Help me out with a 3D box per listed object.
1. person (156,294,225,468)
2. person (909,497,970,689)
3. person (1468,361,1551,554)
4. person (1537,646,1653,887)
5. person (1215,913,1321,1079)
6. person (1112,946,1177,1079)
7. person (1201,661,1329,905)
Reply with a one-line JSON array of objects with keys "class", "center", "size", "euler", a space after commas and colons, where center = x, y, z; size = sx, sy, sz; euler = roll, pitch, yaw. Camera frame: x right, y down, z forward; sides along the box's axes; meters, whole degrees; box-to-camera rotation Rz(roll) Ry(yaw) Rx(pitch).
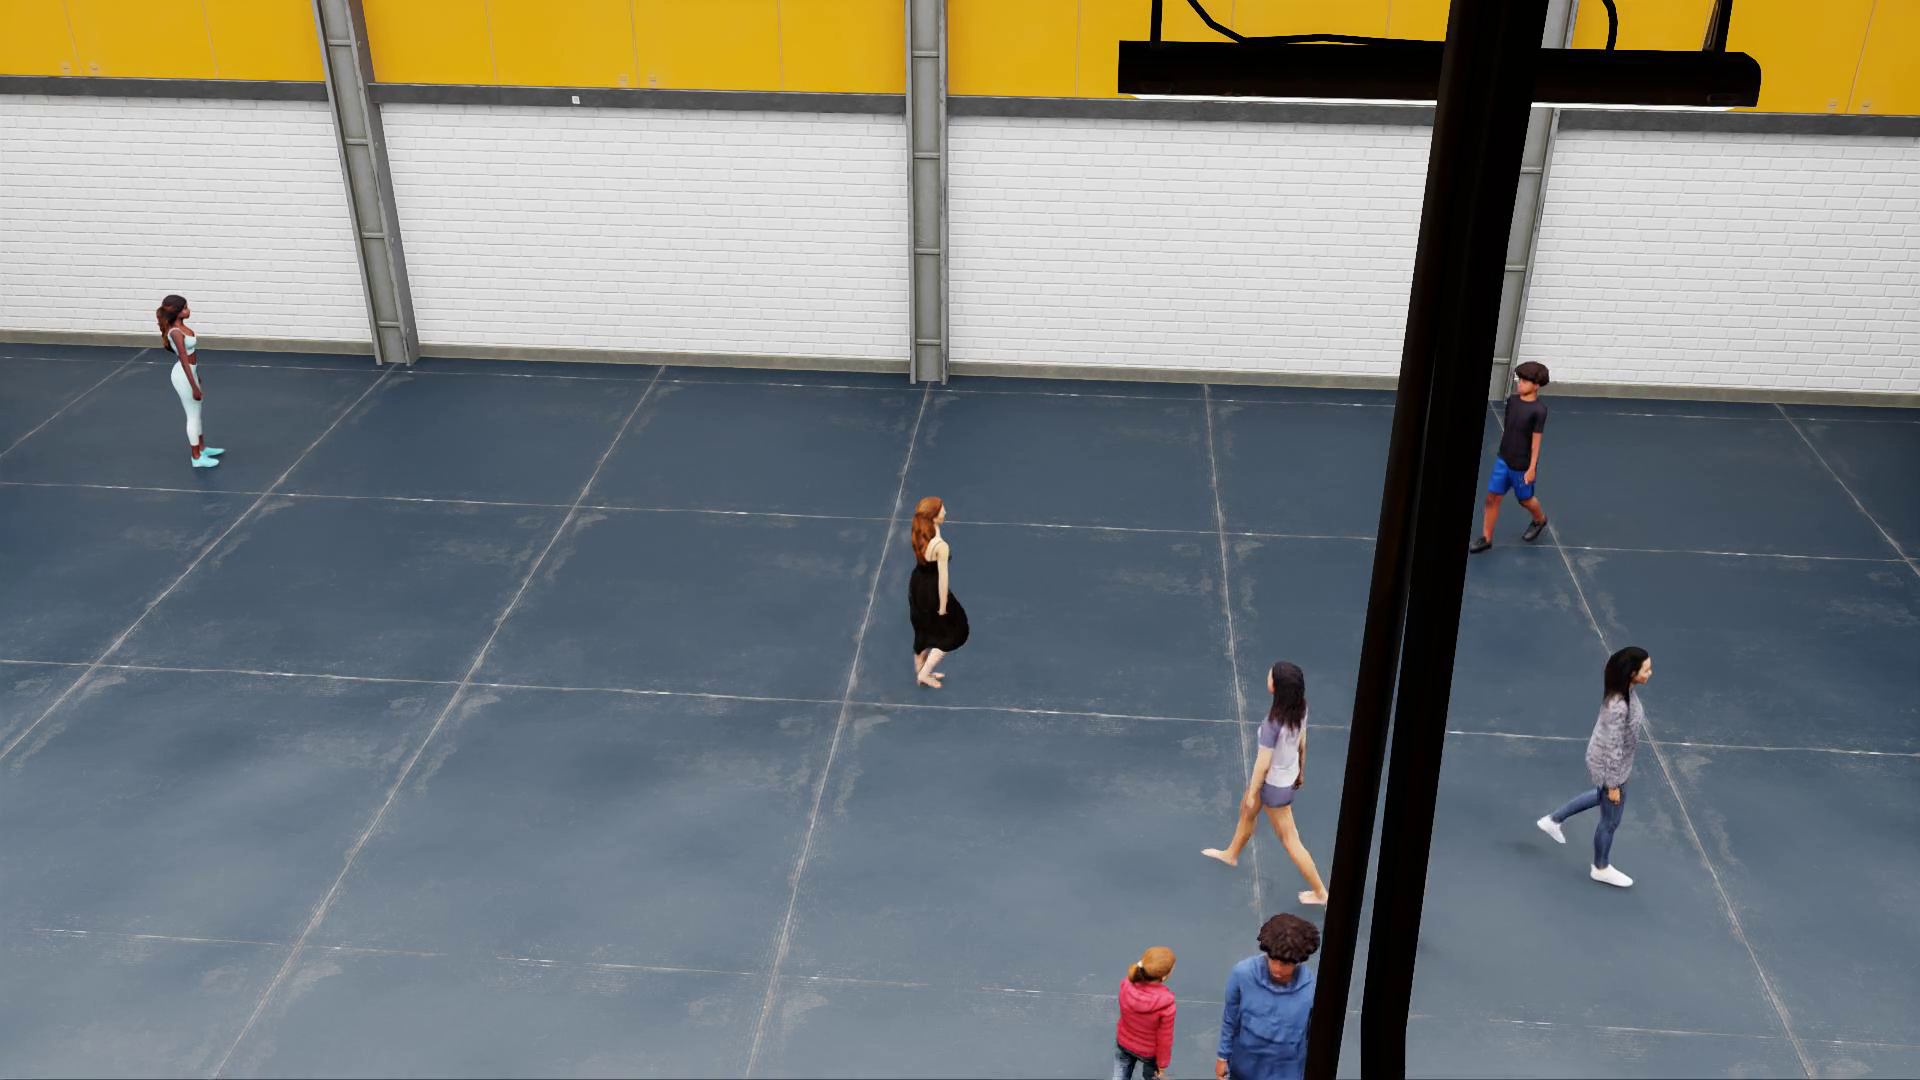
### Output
[{"class": "person", "center": [-7.432, -1.538, 15.995], "size": [0.659, 1.725, 0.645], "euler": [-10, 30, -18]}, {"class": "person", "center": [-0.298, 0.426, 12.506], "size": [0.803, 1.618, 0.743], "euler": [-20, 35, -32]}, {"class": "person", "center": [4.905, -0.708, 14.427], "size": [1.197, 1.768, 1.022], "euler": [-15, 32, -26]}, {"class": "person", "center": [4.067, 1.414, 10.589], "size": [0.956, 1.719, 0.790], "euler": [11, 30, 19]}, {"class": "person", "center": [1.560, 2.573, 8.396], "size": [1.062, 1.785, 0.980], "euler": [12, 31, 21]}, {"class": "person", "center": [0.901, 2.697, 8.697], "size": [0.912, 1.279, 0.824], "euler": [17, 33, 29]}, {"class": "person", "center": [2.044, 1.556, 10.362], "size": [1.230, 1.687, 1.001], "euler": [20, 34, 32]}]
